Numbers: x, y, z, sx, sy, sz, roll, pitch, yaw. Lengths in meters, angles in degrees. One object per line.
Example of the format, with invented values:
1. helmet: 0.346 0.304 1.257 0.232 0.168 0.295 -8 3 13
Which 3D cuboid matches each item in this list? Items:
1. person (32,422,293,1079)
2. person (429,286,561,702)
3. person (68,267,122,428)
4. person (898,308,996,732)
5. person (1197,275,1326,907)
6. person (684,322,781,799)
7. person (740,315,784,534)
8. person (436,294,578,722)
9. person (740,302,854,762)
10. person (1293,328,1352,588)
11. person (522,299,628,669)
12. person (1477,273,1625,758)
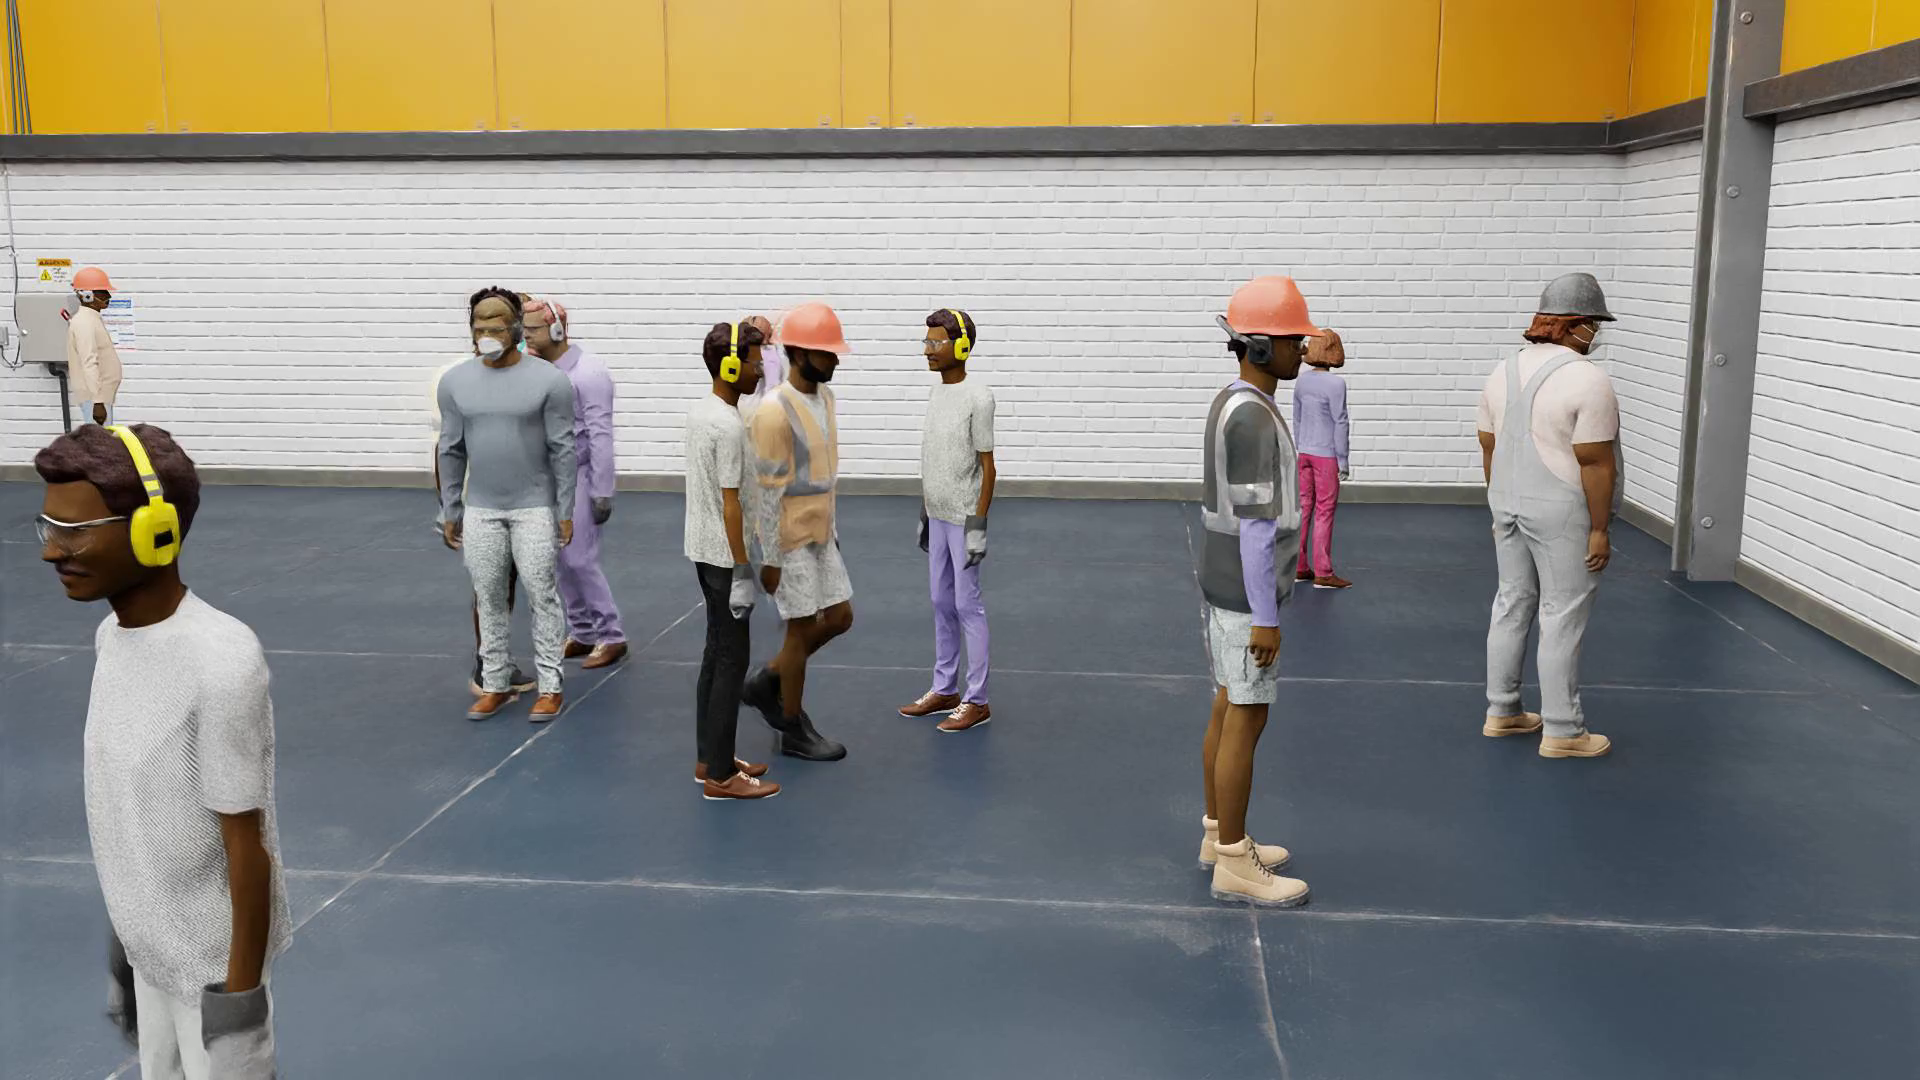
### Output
1. person: -1.288 0.729 2.769 0.511 1.861 0.322 9 13 42
2. person: -2.152 -0.219 7.892 0.496 1.958 0.659 6 11 30
3. person: -6.618 -1.092 12.792 0.382 1.993 0.622 -5 11 -24
4. person: -0.043 -0.085 7.404 0.329 1.867 0.510 -6 12 -33
5. person: 0.976 0.165 5.462 0.378 2.044 0.608 0 10 2
6. person: -0.889 0.088 6.456 0.342 1.854 0.525 -4 11 -22
7. person: -1.485 -0.861 12.488 0.311 1.638 0.521 4 11 24
8. person: -2.041 -0.136 7.520 0.636 1.929 0.380 1 10 4
9. person: -0.667 -0.023 6.883 0.504 1.916 0.571 4 11 22
10. person: 2.290 -0.516 10.524 0.281 1.636 0.500 -5 11 -25
11. person: -2.011 -0.280 8.501 0.648 1.881 0.451 7 12 36
12. person: 2.553 -0.117 7.081 0.535 2.000 0.687 -4 11 -23
